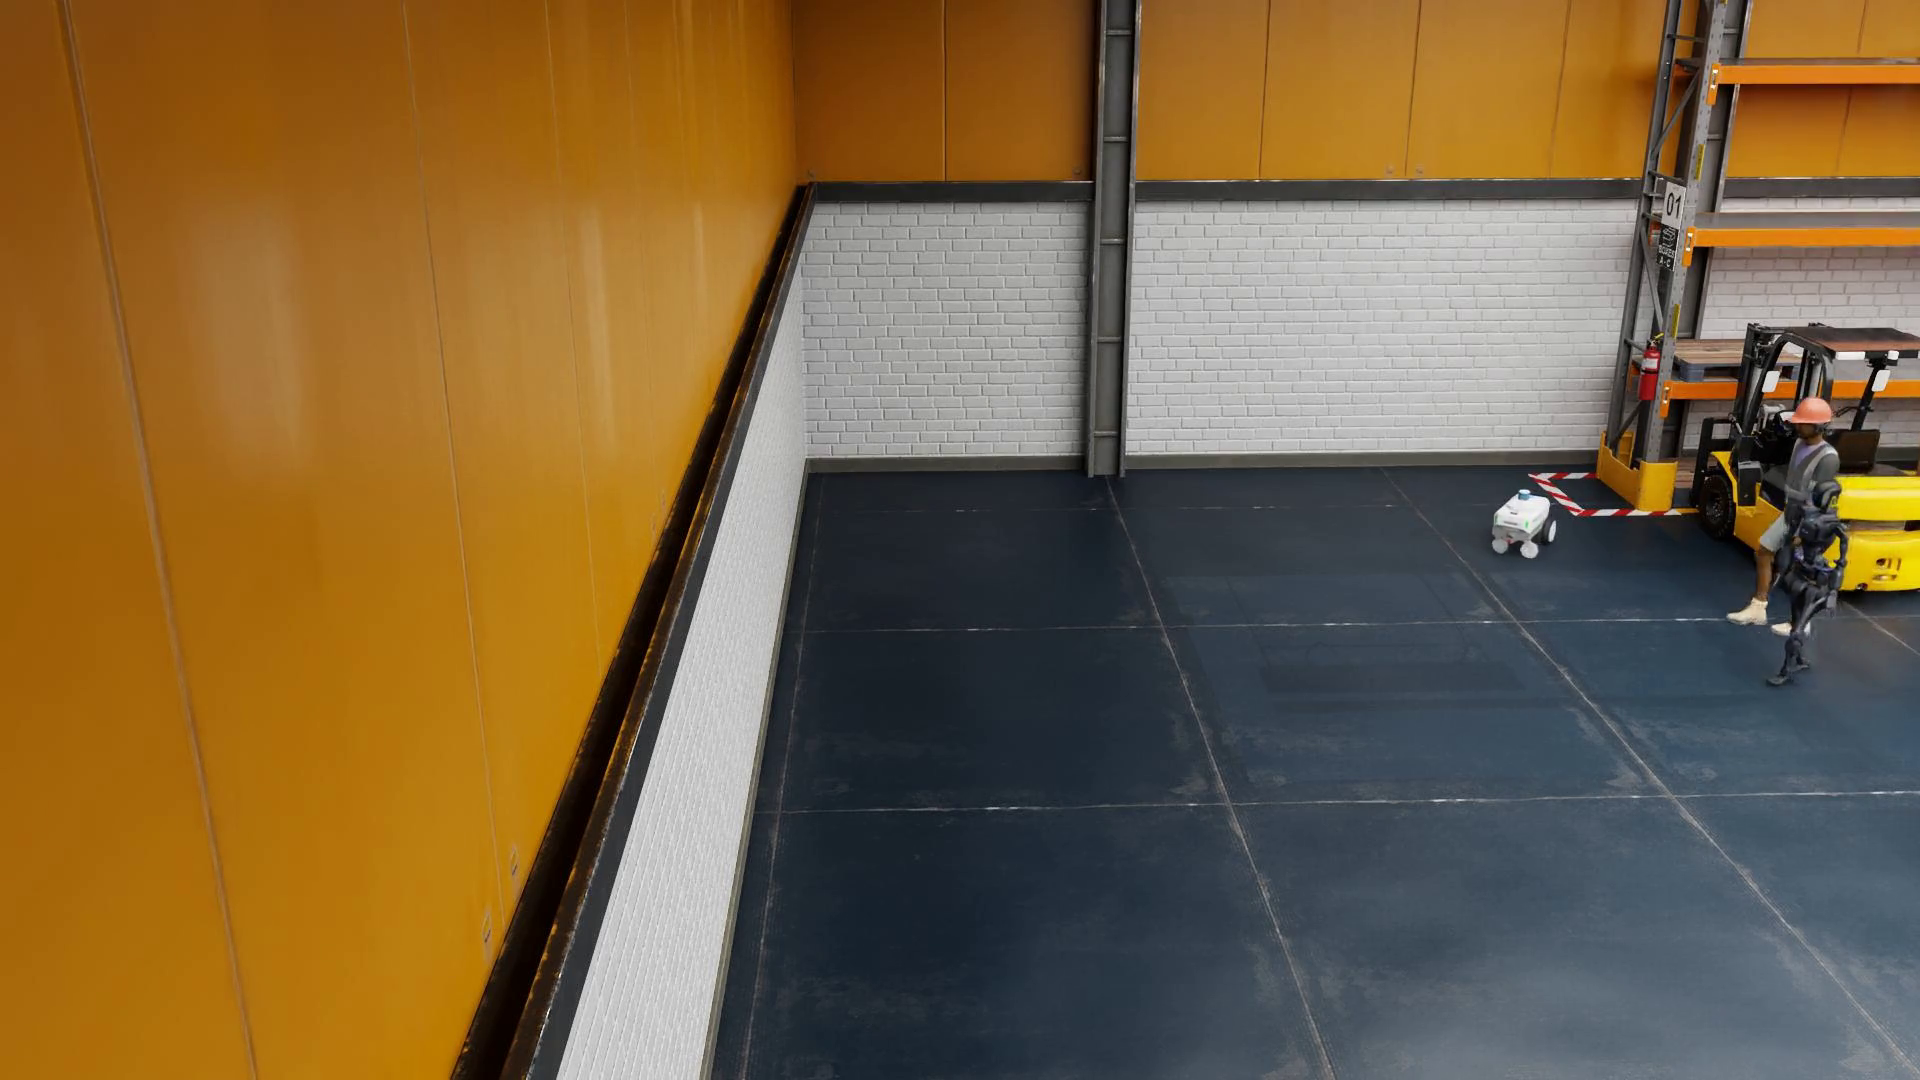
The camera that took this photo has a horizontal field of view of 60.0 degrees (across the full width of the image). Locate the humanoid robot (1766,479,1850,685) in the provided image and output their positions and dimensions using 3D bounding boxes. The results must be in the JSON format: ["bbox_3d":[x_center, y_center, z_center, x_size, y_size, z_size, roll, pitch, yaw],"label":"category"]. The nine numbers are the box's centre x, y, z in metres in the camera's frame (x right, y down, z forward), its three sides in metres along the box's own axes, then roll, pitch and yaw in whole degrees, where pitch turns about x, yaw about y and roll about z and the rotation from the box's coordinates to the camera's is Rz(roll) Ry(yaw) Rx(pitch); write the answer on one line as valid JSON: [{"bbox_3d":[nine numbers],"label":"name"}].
[{"bbox_3d":[6.459,0.308,12.705,0.636,1.631,0.602,-7,21,-18],"label":"humanoid robot"}]

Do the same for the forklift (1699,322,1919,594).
[{"bbox_3d":[7.809,-0.792,14.926,1.214,2.155,2.313,-1,20,-2],"label":"forklift"}]

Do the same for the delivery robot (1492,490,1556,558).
[{"bbox_3d":[5.287,-0.177,15.643,0.501,0.613,0.784,13,24,32],"label":"delivery robot"}]

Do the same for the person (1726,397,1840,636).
[{"bbox_3d":[6.709,-0.167,13.486,0.763,2.019,0.608,-1,20,-2],"label":"person"}]
